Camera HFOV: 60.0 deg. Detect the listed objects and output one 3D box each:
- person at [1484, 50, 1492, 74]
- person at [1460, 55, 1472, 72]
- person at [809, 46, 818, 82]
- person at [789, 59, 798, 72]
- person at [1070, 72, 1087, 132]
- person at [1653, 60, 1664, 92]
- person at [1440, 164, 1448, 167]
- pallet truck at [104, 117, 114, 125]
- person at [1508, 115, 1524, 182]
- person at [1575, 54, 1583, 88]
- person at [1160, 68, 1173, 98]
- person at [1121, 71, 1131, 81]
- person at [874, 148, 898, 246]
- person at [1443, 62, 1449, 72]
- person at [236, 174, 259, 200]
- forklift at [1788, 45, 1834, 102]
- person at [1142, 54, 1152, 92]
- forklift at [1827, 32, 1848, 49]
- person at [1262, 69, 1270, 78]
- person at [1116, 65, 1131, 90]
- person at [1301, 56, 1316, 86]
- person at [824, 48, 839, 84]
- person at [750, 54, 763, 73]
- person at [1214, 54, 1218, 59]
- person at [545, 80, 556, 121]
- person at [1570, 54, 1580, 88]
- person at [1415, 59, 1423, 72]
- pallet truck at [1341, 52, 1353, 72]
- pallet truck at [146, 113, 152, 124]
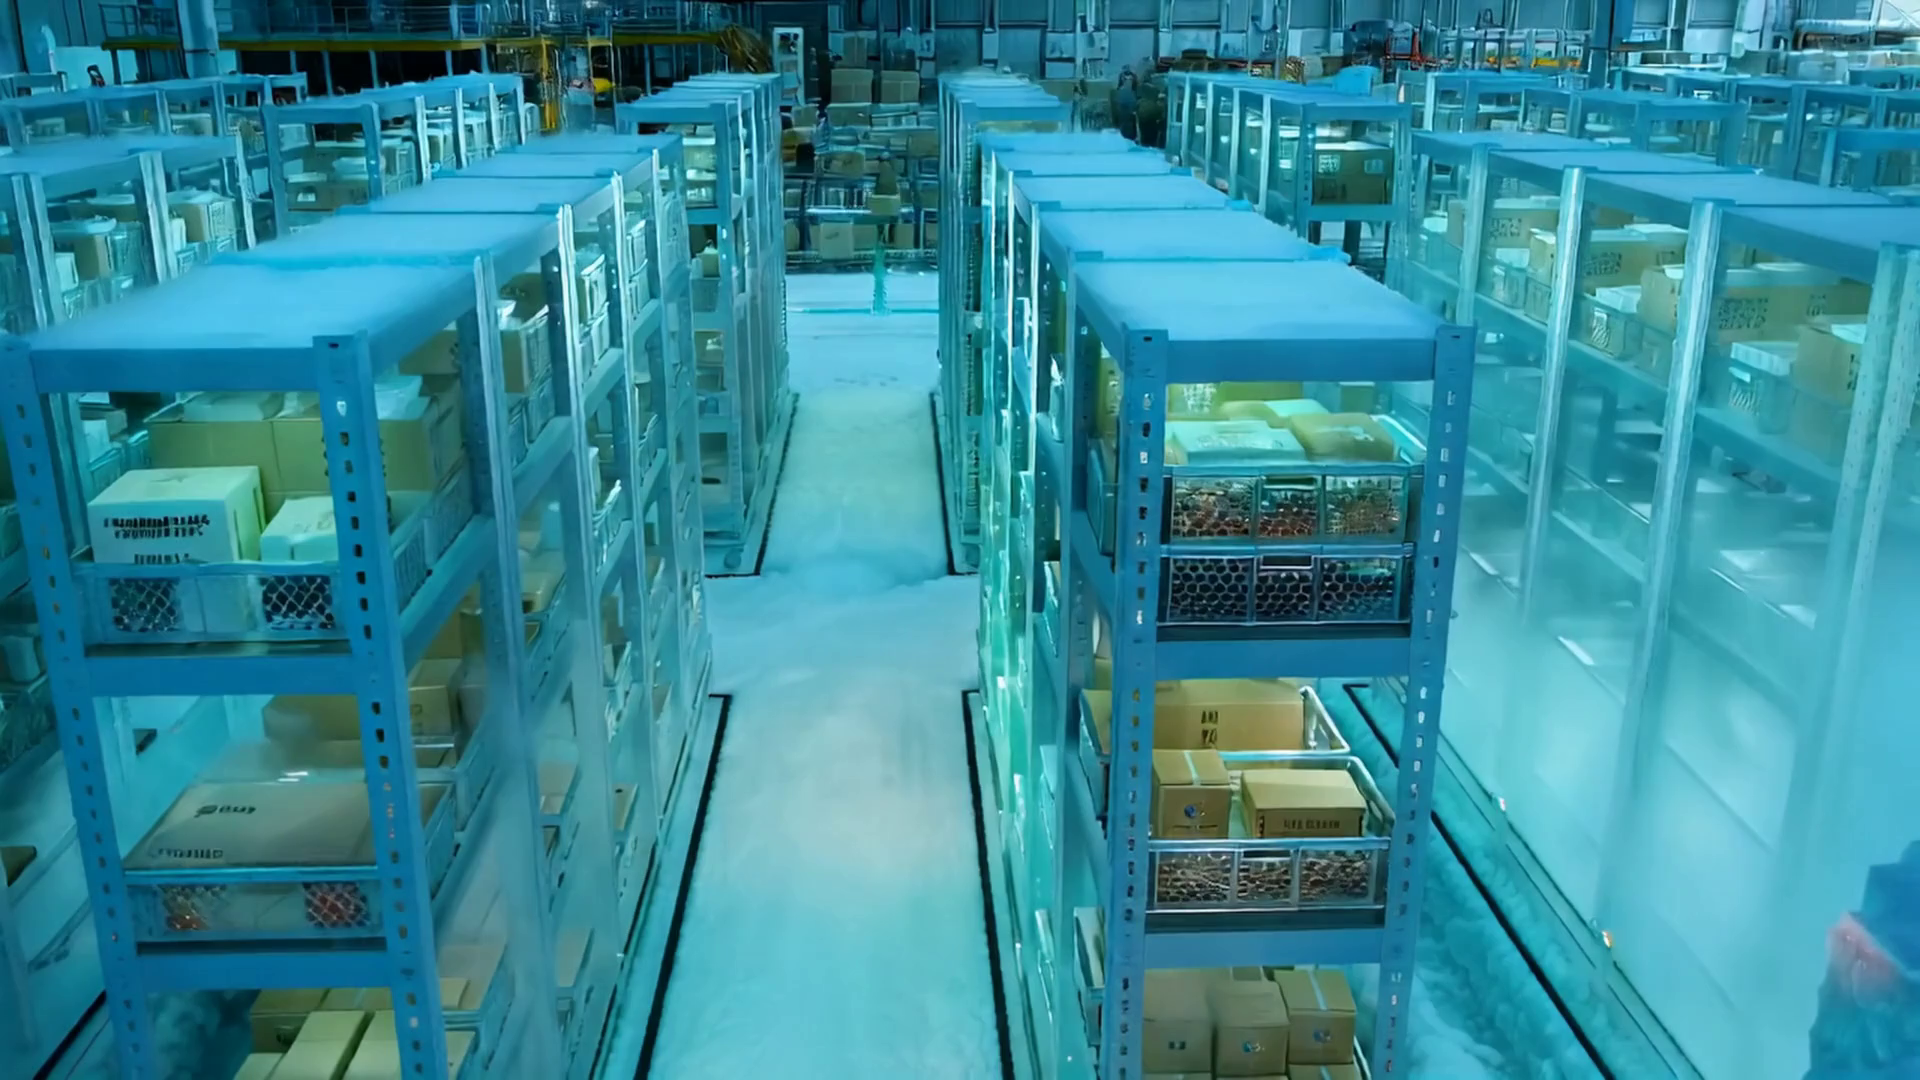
[{"bbox_3d":[27.519,-24.623,87.009,0.545,1.909,0.550,-1,18,-4],"label":"person"},{"bbox_3d":[23.889,-21.933,78.674,0.380,1.918,0.596,-15,23,-38],"label":"person"},{"bbox_3d":[-8.264,-26.913,94.038,0.615,1.945,0.404,-16,24,-41],"label":"person"},{"bbox_3d":[-9.014,-25.784,90.565,0.552,1.933,0.374,-2,18,-7],"label":"person"},{"bbox_3d":[4.113,-15.151,57.536,0.630,2.017,0.838,3,18,10],"label":"person"},{"bbox_3d":[30.162,-19.736,71.799,0.366,1.967,0.602,-9,20,-26],"label":"person"},{"bbox_3d":[12.033,-9.718,41.271,0.549,1.668,0.694,1,18,2],"label":"person"},{"bbox_3d":[-18.367,-7.885,35.078,1.885,1.965,0.823,1,18,2],"label":"pallet truck"},{"bbox_3d":[13.073,-9.013,38.886,0.608,1.804,0.664,1,18,3],"label":"person"},{"bbox_3d":[30.931,-23.315,83.098,0.458,1.829,0.502,3,18,10],"label":"person"},{"bbox_3d":[8.395,-18.265,67.592,0.545,1.749,0.386,-1,18,-4],"label":"person"},{"bbox_3d":[6.340,-16.822,62.980,0.564,1.837,0.845,17,24,42],"label":"person"},{"bbox_3d":[-1.376,-6.292,30.521,0.533,1.765,0.329,17,25,42],"label":"person"},{"bbox_3d":[21.901,-20.683,75.103,0.320,1.734,0.484,7,19,22],"label":"person"},{"bbox_3d":[-11.043,-4.776,25.738,0.523,1.819,0.614,10,20,29],"label":"person"},{"bbox_3d":[31.326,-16.664,60.830,1.129,2.768,1.873,-1,18,-2],"label":"forklift"},{"bbox_3d":[9.579,-23.477,83.628,0.896,1.802,0.662,-1,18,-3],"label":"person"},{"bbox_3d":[46.023,-25.321,87.619,1.129,2.768,1.873,-1,18,-2],"label":"forklift"},{"bbox_3d":[11.205,-16.230,60.832,1.015,2.000,0.678,11,21,30],"label":"person"},{"bbox_3d":[6.545,-17.930,66.276,0.631,1.937,1.038,13,22,36],"label":"person"},{"bbox_3d":[16.545,-22.025,79.022,0.674,1.896,0.636,-4,18,-12],"label":"person"},{"bbox_3d":[-7.103,-26.248,92.072,0.962,1.890,0.594,-11,21,-30],"label":"person"},{"bbox_3d":[-10.456,-24.095,85.539,0.632,1.815,0.799,-6,19,-18],"label":"person"},{"bbox_3d":[13.495,-24.758,87.772,0.317,1.695,0.540,1,18,2],"label":"person"},{"bbox_3d":[-15.490,-16.698,62.533,0.353,1.883,0.572,14,23,37],"label":"person"},{"bbox_3d":[29.632,-22.413,80.169,0.374,1.929,0.616,12,21,32],"label":"person"},{"bbox_3d":[20.421,-20.415,73.998,0.450,1.914,0.706,5,19,16],"label":"person"},{"bbox_3d":[18.794,-23.123,82.231,0.823,1.965,1.885,-13,22,-35],"label":"pallet truck"},{"bbox_3d":[-18.087,-8.309,36.390,1.885,1.965,0.823,-1,18,-4],"label":"pallet truck"}]
